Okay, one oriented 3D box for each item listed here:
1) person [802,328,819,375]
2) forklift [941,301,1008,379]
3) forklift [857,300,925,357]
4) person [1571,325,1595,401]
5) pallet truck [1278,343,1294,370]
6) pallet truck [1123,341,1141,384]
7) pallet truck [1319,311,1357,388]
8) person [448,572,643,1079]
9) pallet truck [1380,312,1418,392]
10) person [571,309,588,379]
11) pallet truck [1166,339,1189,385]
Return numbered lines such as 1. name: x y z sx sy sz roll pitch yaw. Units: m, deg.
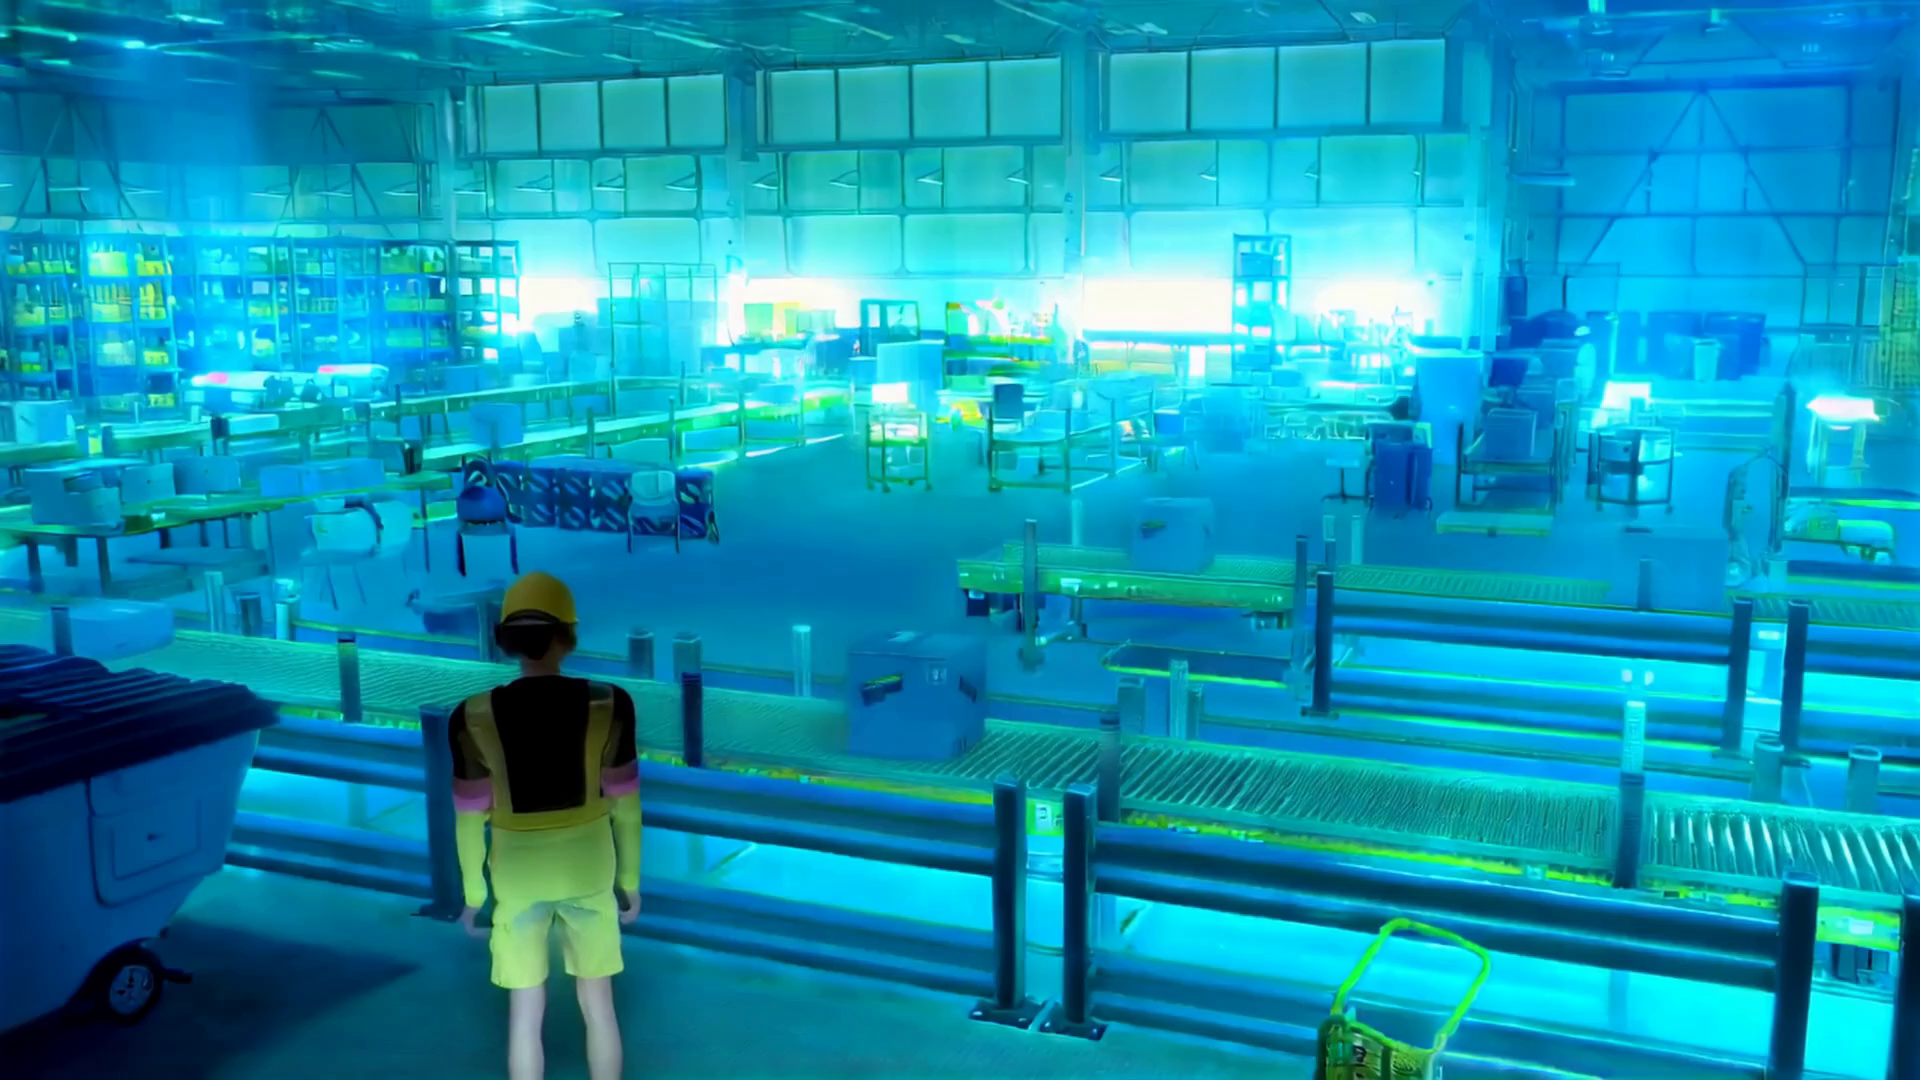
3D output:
1. person: -3.115 -3.541 34.626 0.362 1.755 0.529 -2 10 -12
2. forklift: 0.365 -4.966 41.571 1.157 1.987 2.680 3 10 20
3. forklift: -1.732 -5.109 42.468 1.157 1.987 2.680 4 10 22
4. person: 10.887 -2.709 28.820 0.937 2.017 0.625 6 11 31
5. pallet truck: 7.886 -4.163 39.743 0.653 1.274 1.630 4 10 22
6. pallet truck: 4.445 -4.380 41.279 0.680 1.201 1.601 4 10 22
7. pallet truck: 9.071 -4.419 39.190 0.823 1.965 1.885 5 10 26
8. person: -1.363 1.116 5.544 0.605 2.033 0.392 -3 10 -15
9. pallet truck: 10.207 -4.283 38.369 0.823 1.965 1.885 3 10 20
10. person: -9.327 -4.744 41.265 0.840 1.960 0.630 1 9 6
11. pallet truck: 5.418 -4.269 40.420 0.704 1.261 1.522 3 10 20
